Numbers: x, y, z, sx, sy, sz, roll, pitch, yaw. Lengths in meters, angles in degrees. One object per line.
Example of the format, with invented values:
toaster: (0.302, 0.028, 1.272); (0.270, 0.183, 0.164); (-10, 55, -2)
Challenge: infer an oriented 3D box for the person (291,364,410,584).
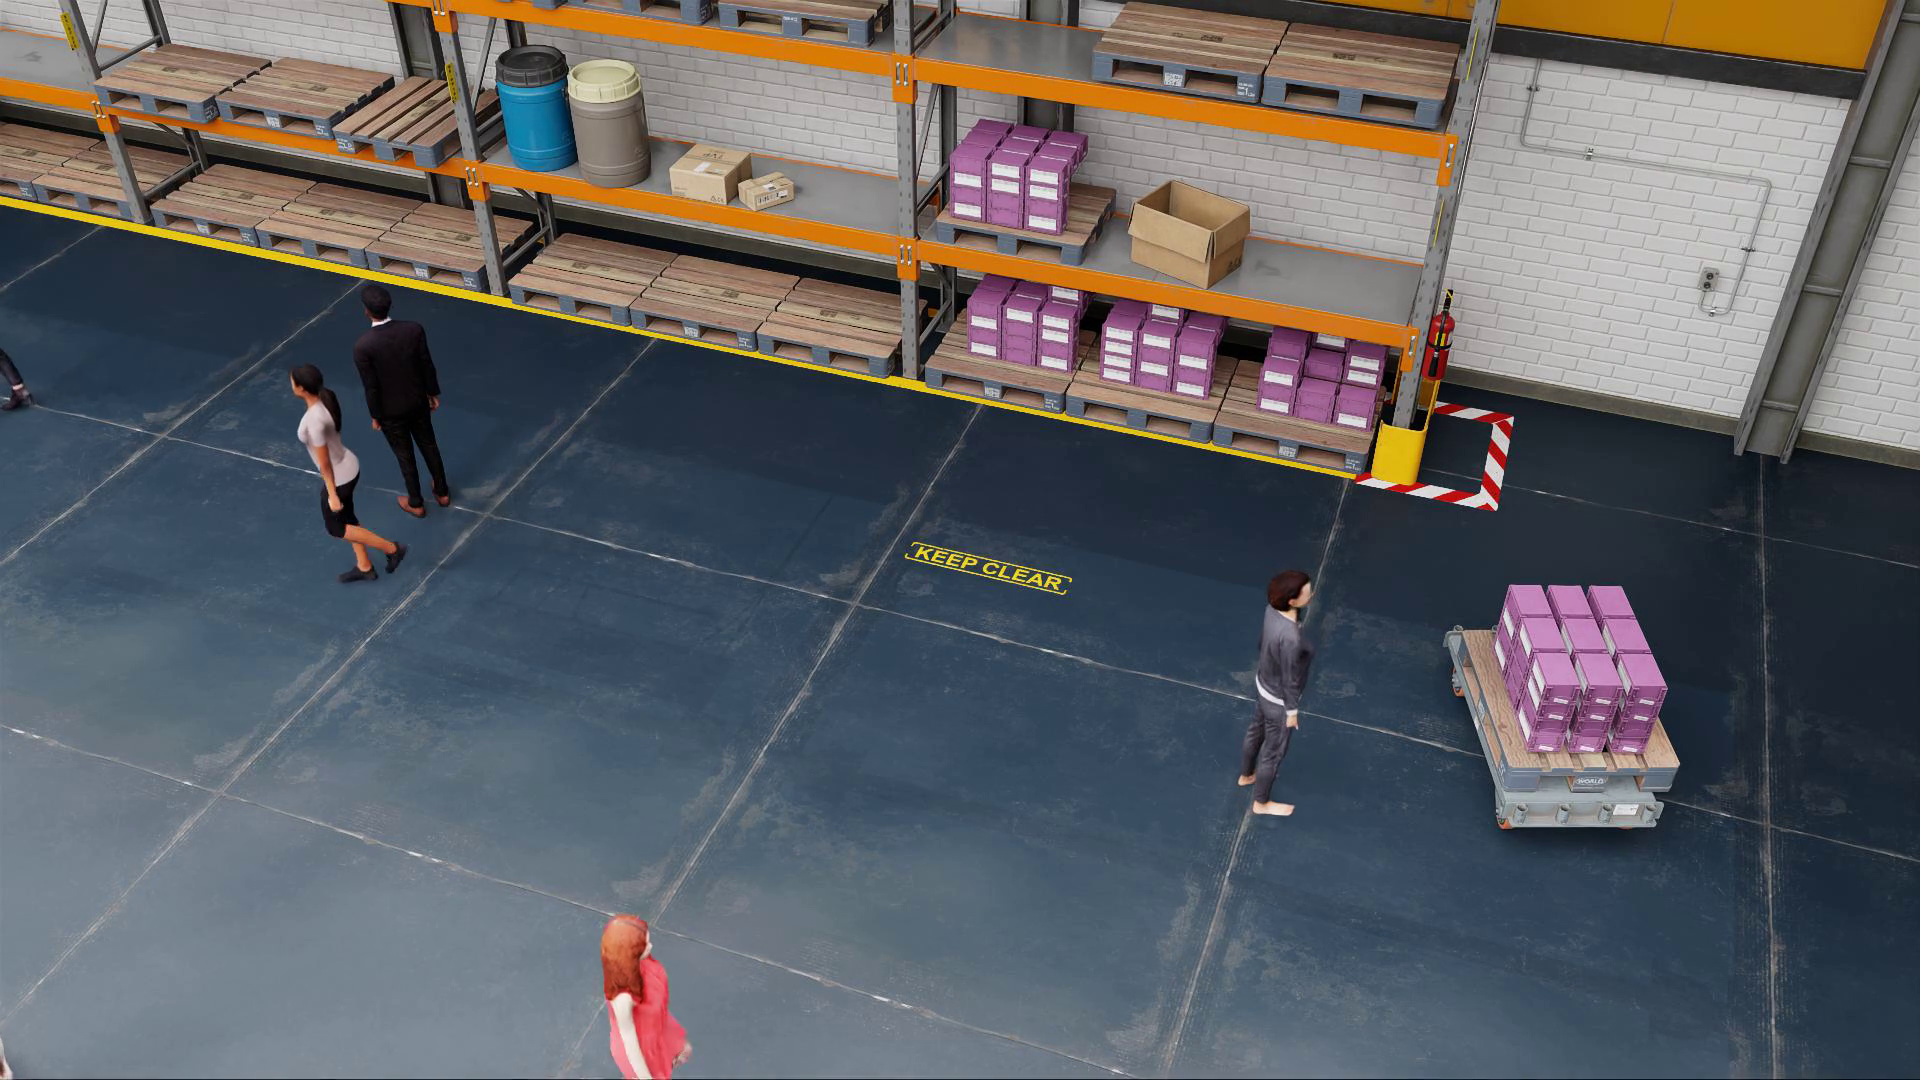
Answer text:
person: (-4.172, -0.429, 11.403); (0.916, 1.727, 0.836); (-8, 39, -10)

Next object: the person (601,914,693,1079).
person: (-1.579, 2.370, 7.831); (0.819, 1.811, 0.756); (-3, 39, -4)

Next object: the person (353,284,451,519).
person: (-4.022, -0.998, 11.990); (0.773, 1.884, 0.736); (-30, 47, -32)

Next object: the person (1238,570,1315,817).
person: (1.854, 0.880, 9.732); (0.697, 1.767, 0.693); (-6, 39, -8)
